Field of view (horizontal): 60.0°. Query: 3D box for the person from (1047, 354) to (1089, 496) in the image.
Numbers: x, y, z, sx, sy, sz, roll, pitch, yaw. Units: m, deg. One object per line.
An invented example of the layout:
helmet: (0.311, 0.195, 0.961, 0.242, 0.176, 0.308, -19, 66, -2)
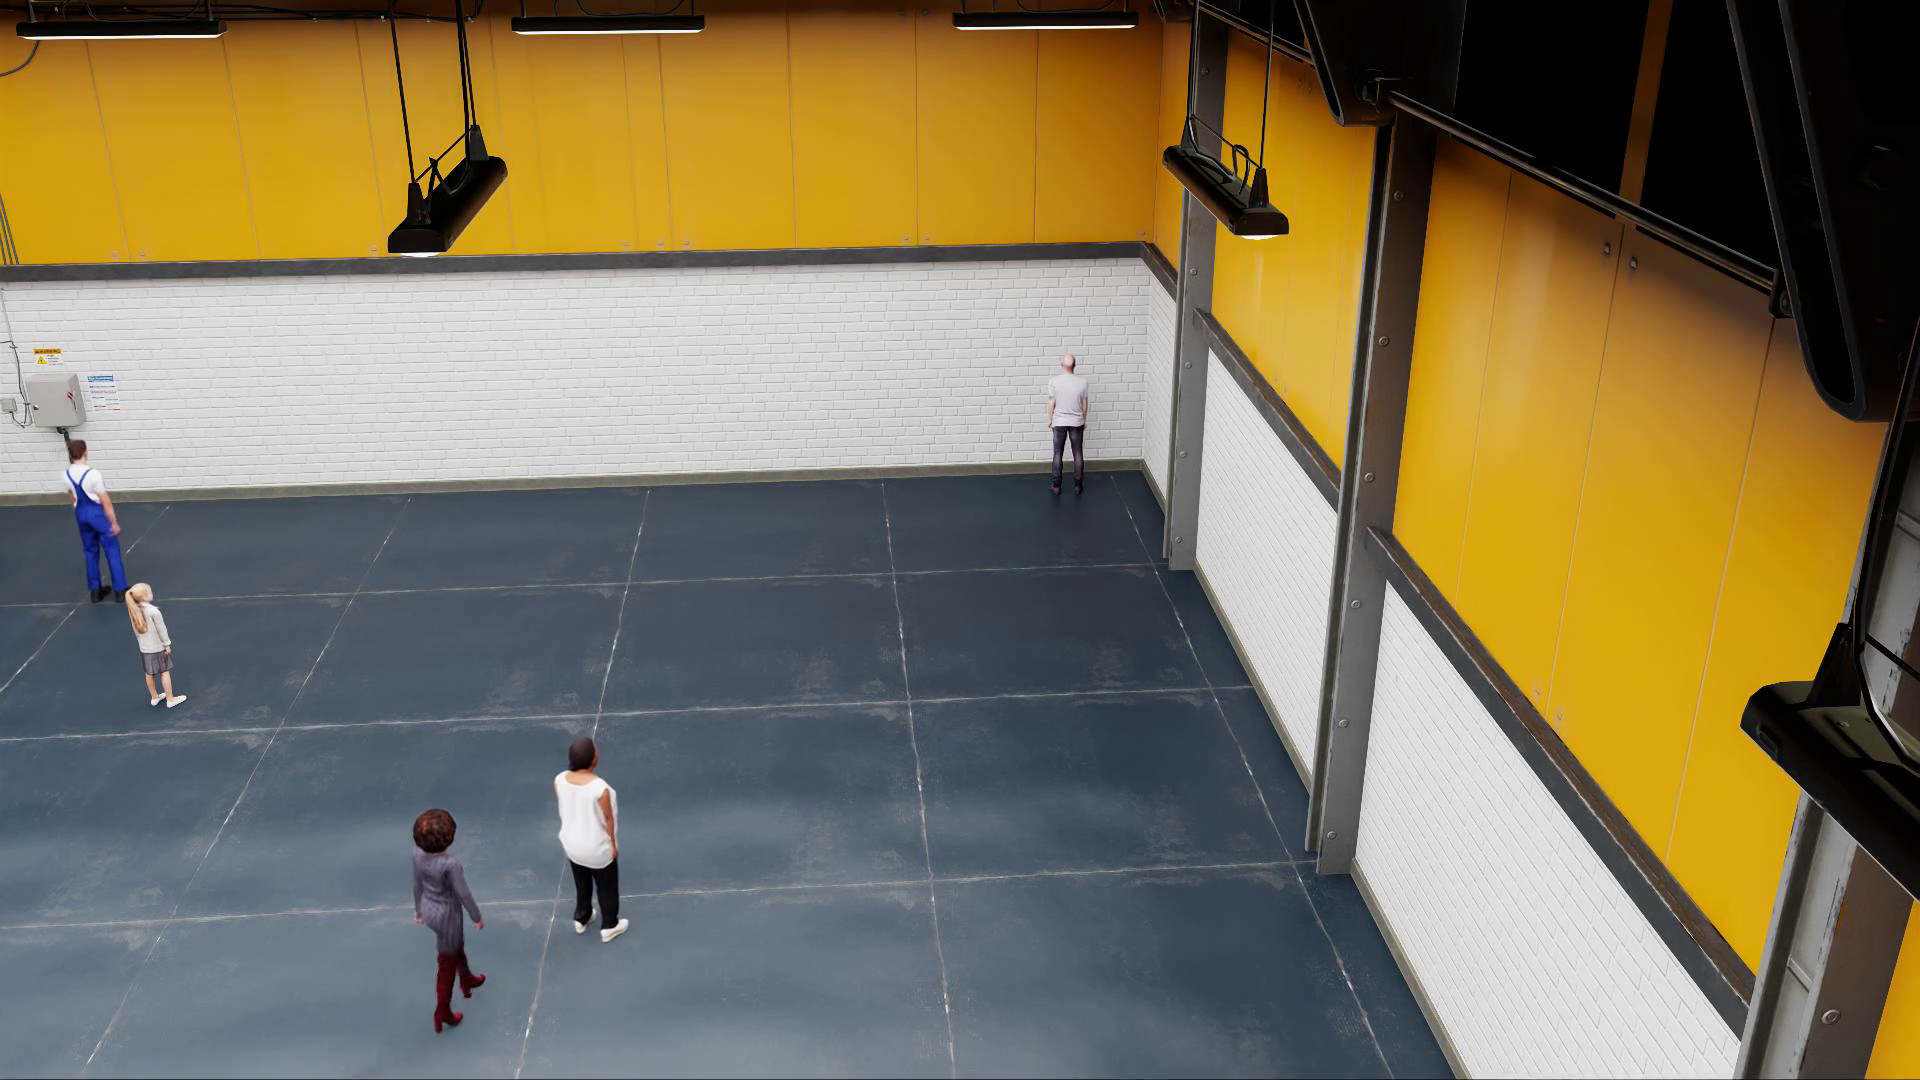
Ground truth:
person: (1.356, -1.464, 20.939, 0.659, 1.832, 0.586, -1, 24, -2)

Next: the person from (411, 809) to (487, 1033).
person: (-3.669, 2.691, 11.608, 0.863, 1.693, 0.952, 13, 27, 27)

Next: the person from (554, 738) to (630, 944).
person: (-2.801, 2.261, 12.604, 0.767, 1.683, 0.801, 13, 27, 27)

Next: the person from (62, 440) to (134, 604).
person: (-9.415, -0.197, 18.026, 0.690, 1.843, 0.662, 4, 24, 8)

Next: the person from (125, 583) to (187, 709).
person: (-7.764, 1.001, 15.995, 0.579, 1.275, 0.608, 6, 24, 15)
